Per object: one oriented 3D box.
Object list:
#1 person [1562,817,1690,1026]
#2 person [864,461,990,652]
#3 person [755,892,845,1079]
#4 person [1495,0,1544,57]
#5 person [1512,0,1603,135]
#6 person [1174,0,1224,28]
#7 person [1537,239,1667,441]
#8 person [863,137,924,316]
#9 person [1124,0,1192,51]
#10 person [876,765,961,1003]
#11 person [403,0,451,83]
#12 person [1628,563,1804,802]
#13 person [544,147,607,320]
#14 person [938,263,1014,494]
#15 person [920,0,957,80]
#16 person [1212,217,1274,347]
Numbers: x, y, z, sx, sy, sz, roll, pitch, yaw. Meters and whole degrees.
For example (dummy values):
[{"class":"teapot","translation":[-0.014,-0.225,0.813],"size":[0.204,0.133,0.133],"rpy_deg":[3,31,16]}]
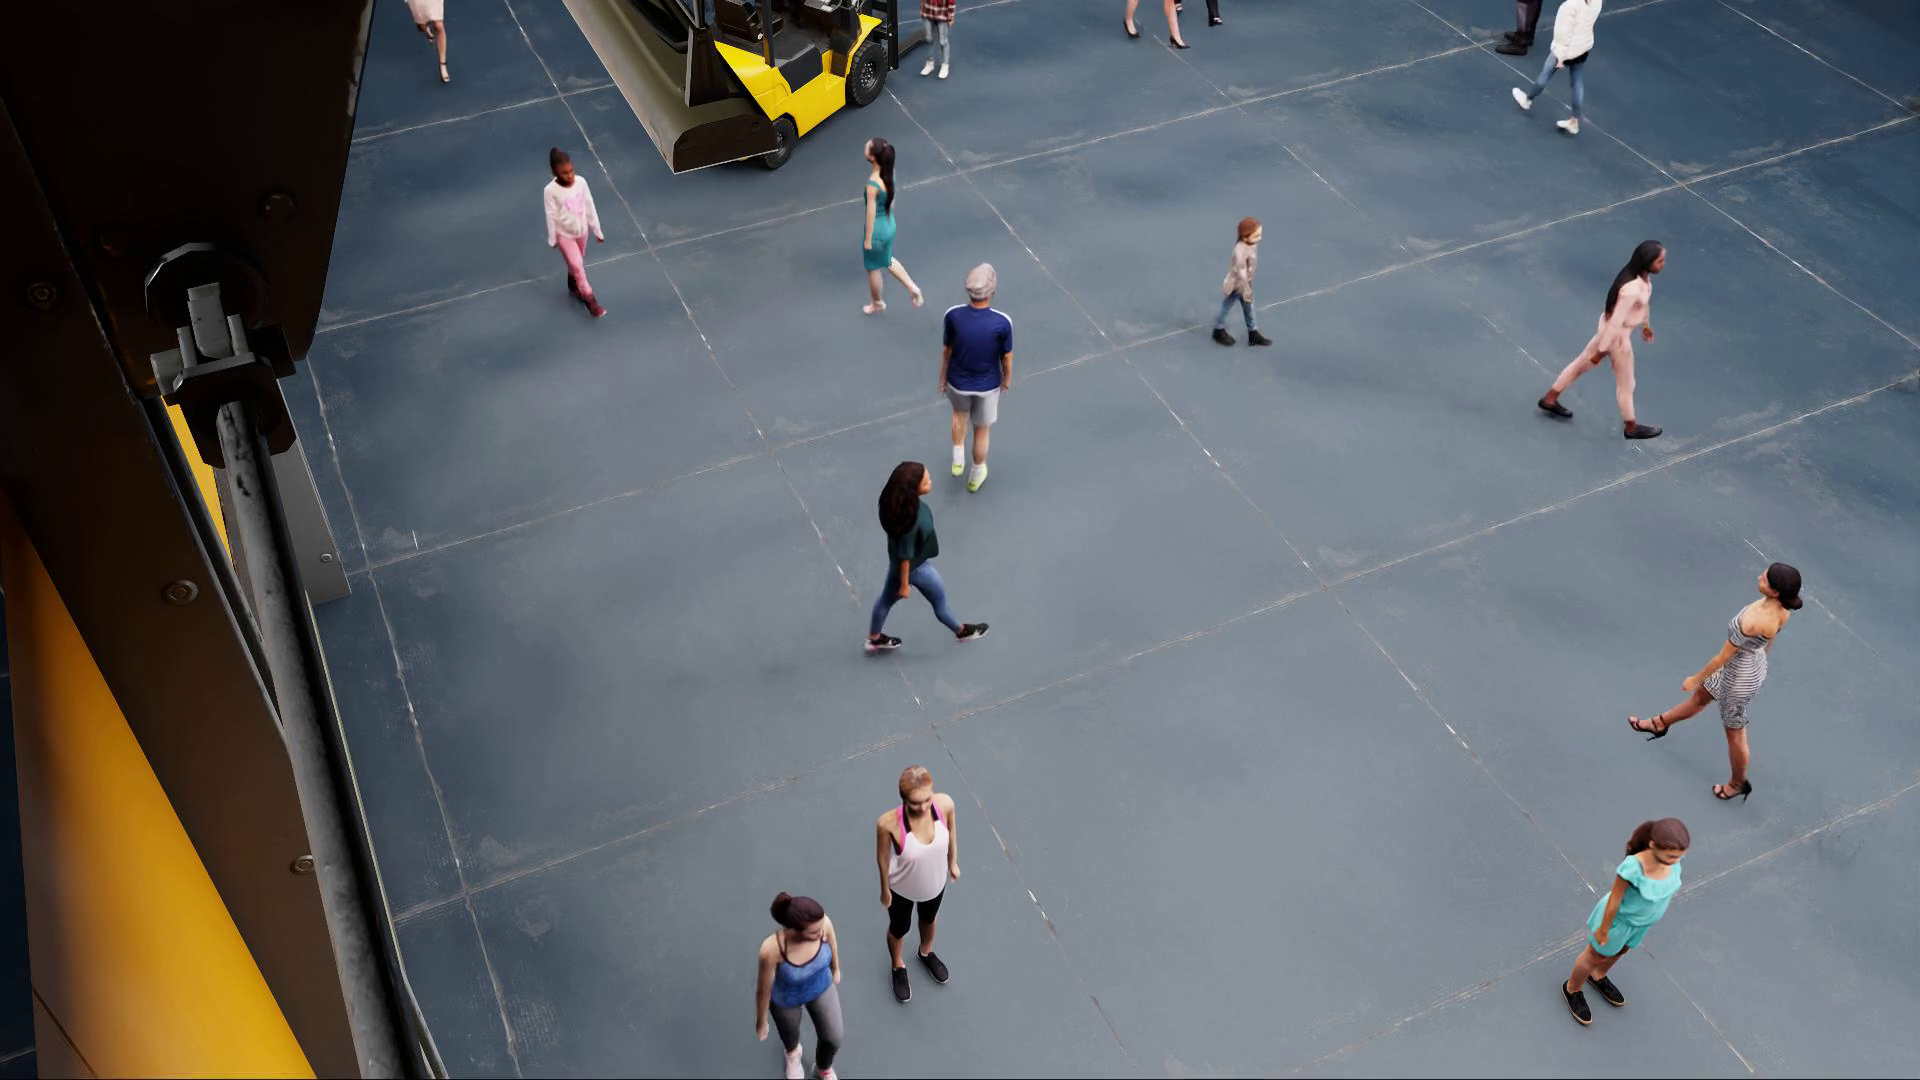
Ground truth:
[{"class":"person","translation":[3.505,1.961,8.733],"size":[0.534,1.558,0.526],"rpy_deg":[-18,46,-18]},{"class":"person","translation":[-0.399,0.151,10.621],"size":[0.865,1.573,1.067],"rpy_deg":[-6,44,-7]},{"class":"person","translation":[-0.822,2.232,8.425],"size":[0.643,1.590,0.650],"rpy_deg":[-15,46,-15]},{"class":"person","translation":[5.796,-5.774,16.658],"size":[0.817,1.825,0.796],"rpy_deg":[21,47,20]},{"class":"person","translation":[5.779,-4.572,15.562],"size":[0.649,1.596,1.055],"rpy_deg":[-20,47,-19]},{"class":"person","translation":[2.406,-6.185,17.247],"size":[0.664,1.608,1.099],"rpy_deg":[-13,45,-14]},{"class":"person","translation":[4.733,-1.504,12.291],"size":[1.190,1.666,1.113],"rpy_deg":[15,46,15]},{"class":"person","translation":[-0.570,-2.444,13.272],"size":[0.891,1.674,0.818],"rpy_deg":[17,46,17]},{"class":"person","translation":[1.878,-5.792,16.775],"size":[1.164,1.690,0.870],"rpy_deg":[33,53,30]},{"class":"person","translation":[-0.235,1.776,8.761],"size":[0.599,1.787,0.495],"rpy_deg":[-17,46,-17]},{"class":"person","translation":[-5.283,-5.438,16.314],"size":[0.583,1.813,0.944],"rpy_deg":[-18,47,-18]},{"class":"person","translation":[4.624,0.882,9.700],"size":[1.139,1.786,0.890],"rpy_deg":[32,52,29]},{"class":"person","translation":[-3.208,-2.558,13.572],"size":[0.721,1.424,0.966],"rpy_deg":[-31,52,-29]},{"class":"person","translation":[0.089,-1.067,11.724],"size":[0.782,1.816,0.815],"rpy_deg":[7,44,8]},{"class":"person","translation":[-0.229,-5.246,16.479],"size":[0.632,1.306,0.697],"rpy_deg":[17,46,17]},{"class":"person","translation":[2.169,-2.056,13.227],"size":[0.802,1.175,0.684],"rpy_deg":[25,49,24]}]
